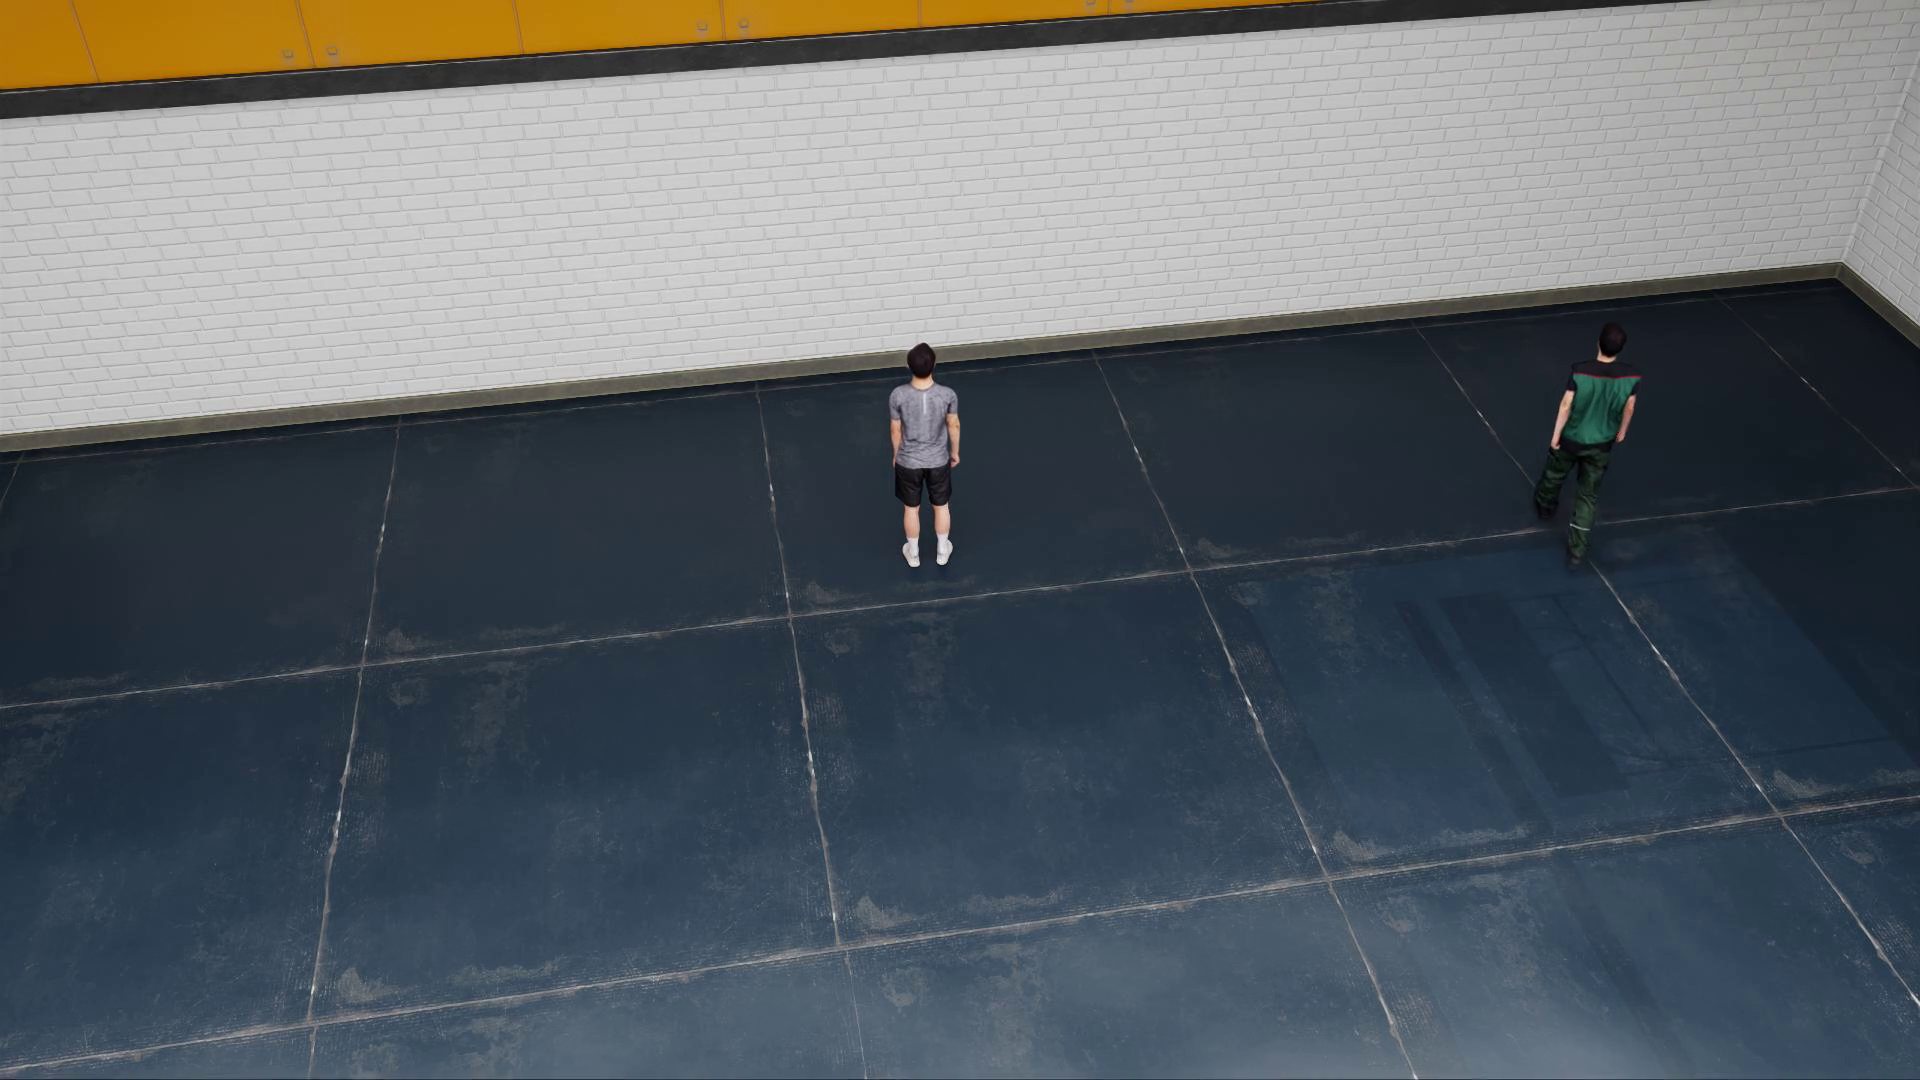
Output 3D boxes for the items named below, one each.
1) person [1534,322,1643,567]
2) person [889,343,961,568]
[{"bbox_3d":[4.577,-0.678,12.098,0.965,1.857,1.287,6,39,8],"label":"person"},{"bbox_3d":[-0.261,-0.587,11.984,0.674,1.856,0.582,-3,39,-3],"label":"person"}]
